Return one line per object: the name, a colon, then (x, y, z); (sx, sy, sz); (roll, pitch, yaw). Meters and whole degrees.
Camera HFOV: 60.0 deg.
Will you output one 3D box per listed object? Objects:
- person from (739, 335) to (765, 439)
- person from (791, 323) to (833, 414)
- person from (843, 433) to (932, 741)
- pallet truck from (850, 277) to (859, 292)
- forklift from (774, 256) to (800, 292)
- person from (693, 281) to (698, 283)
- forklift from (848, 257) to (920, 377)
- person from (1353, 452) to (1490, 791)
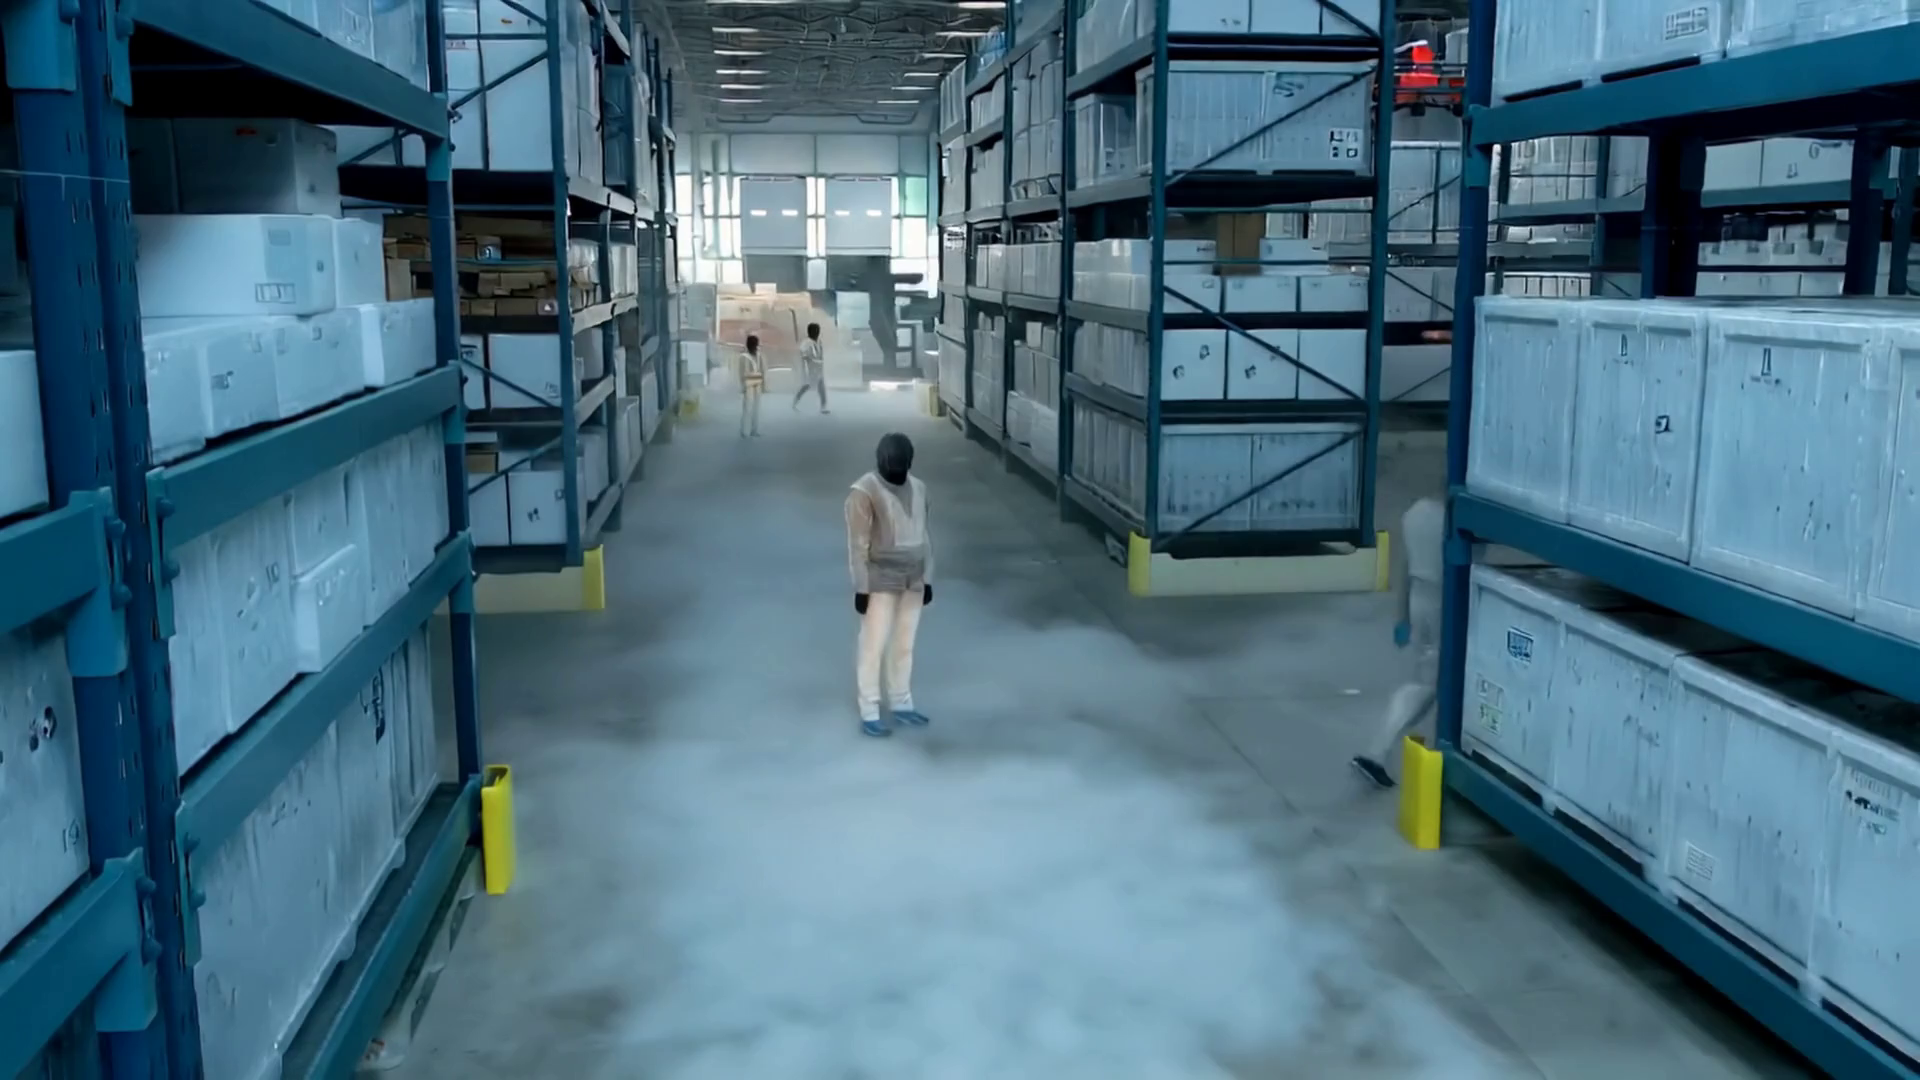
person: (-3.297, -2.431, 26.335); (0.310, 1.636, 0.523); (6, 12, 33)
person: (-2.730, -3.124, 30.304); (0.835, 1.665, 0.536); (9, 13, 41)
person: (-0.403, 0.270, 10.035); (0.430, 1.838, 0.619); (9, 13, 42)
pallet truck: (-3.782, -9.391, 65.808); (1.885, 1.965, 0.823); (2, 10, 10)
forklift: (-6.241, -8.864, 60.169); (1.129, 2.768, 1.873); (-7, 12, -35)
person: (-10.013, -8.838, 62.952); (0.604, 1.923, 0.740); (-1, 10, -7)
forklift: (-1.937, -5.254, 39.155); (1.873, 2.768, 1.129); (-1, 10, -7)
person: (2.589, 0.433, 9.026); (0.992, 1.864, 0.627); (-2, 10, -12)
